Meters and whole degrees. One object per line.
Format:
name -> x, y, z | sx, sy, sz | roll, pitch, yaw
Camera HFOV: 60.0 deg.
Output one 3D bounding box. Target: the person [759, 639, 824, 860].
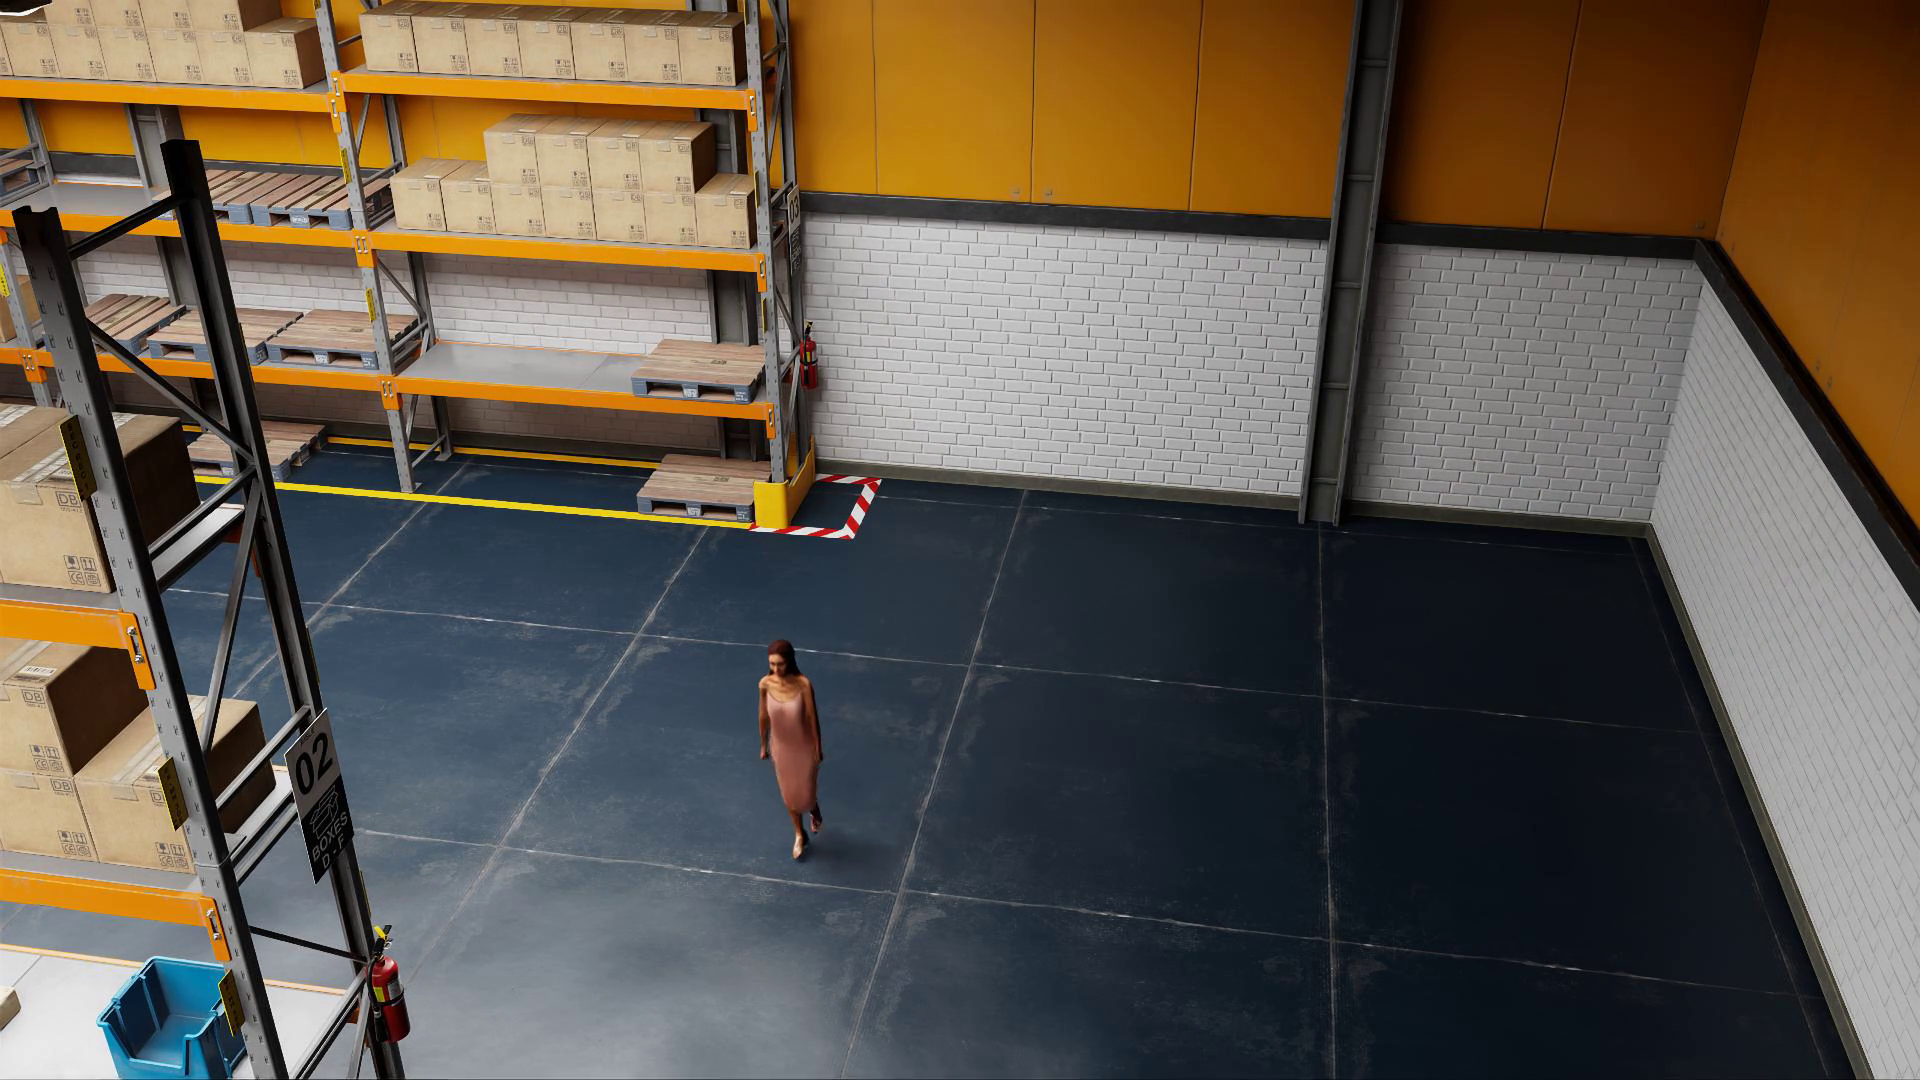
person -> -1.146, 1.428, 11.820 | 0.635, 1.816, 0.678 | 6, 29, 11
